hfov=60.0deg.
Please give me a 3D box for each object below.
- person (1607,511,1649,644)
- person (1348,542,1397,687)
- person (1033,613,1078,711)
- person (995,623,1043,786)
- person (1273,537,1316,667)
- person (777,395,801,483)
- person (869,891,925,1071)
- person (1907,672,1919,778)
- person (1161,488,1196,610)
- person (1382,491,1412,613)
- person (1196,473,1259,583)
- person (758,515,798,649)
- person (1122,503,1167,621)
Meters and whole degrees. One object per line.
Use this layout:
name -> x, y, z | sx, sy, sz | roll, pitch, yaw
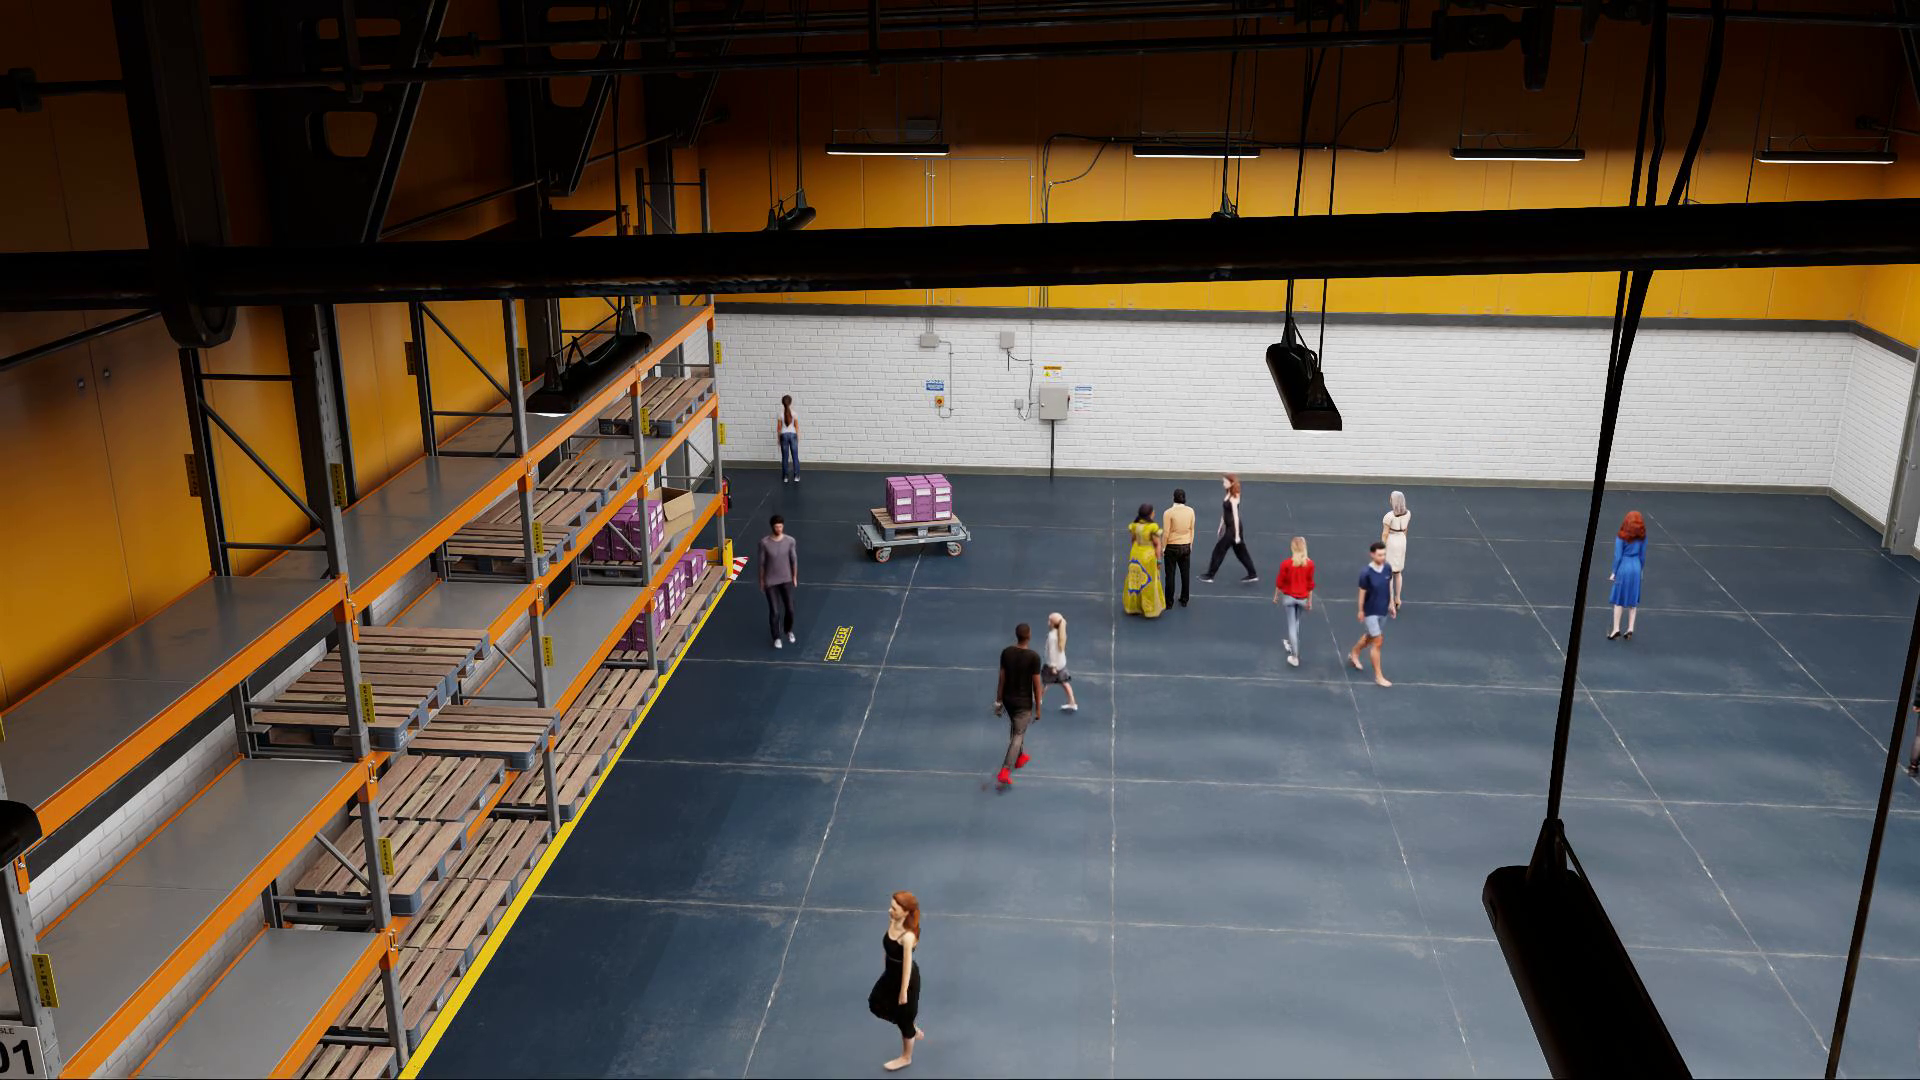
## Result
person -> 8.942, 0.487, 22.292 | 0.653, 1.828, 0.636 | -2, 19, -7
person -> 5.225, 0.878, 21.143 | 1.045, 1.820, 1.211 | -11, 21, -29
person -> 1.218, 1.506, 20.184 | 0.821, 1.243, 0.897 | 11, 22, 30
person -> 0.591, 1.840, 18.375 | 0.999, 1.764, 1.242 | 10, 21, 28
person -> 4.364, 0.824, 21.535 | 0.780, 1.672, 1.027 | -4, 19, -10
person -> -3.048, -1.821, 29.561 | 0.579, 1.562, 0.566 | -2, 19, -7
person -> -0.397, 3.555, 13.509 | 0.798, 1.618, 0.744 | -7, 20, -21
person -> 10.881, 1.846, 18.473 | 0.739, 1.709, 0.732 | 15, 24, 38
person -> 3.077, 0.109, 23.528 | 0.748, 1.755, 0.746 | -7, 20, -20
person -> 6.131, 0.151, 23.436 | 0.677, 1.734, 0.691 | -8, 20, -22
person -> 4.093, -0.136, 24.361 | 0.736, 1.688, 1.098 | -1, 19, -2
person -> -2.442, 0.520, 22.175 | 0.756, 1.840, 0.744 | -4, 19, -12
person -> 2.578, 0.276, 23.182 | 0.999, 1.659, 1.024 | 15, 24, 38
